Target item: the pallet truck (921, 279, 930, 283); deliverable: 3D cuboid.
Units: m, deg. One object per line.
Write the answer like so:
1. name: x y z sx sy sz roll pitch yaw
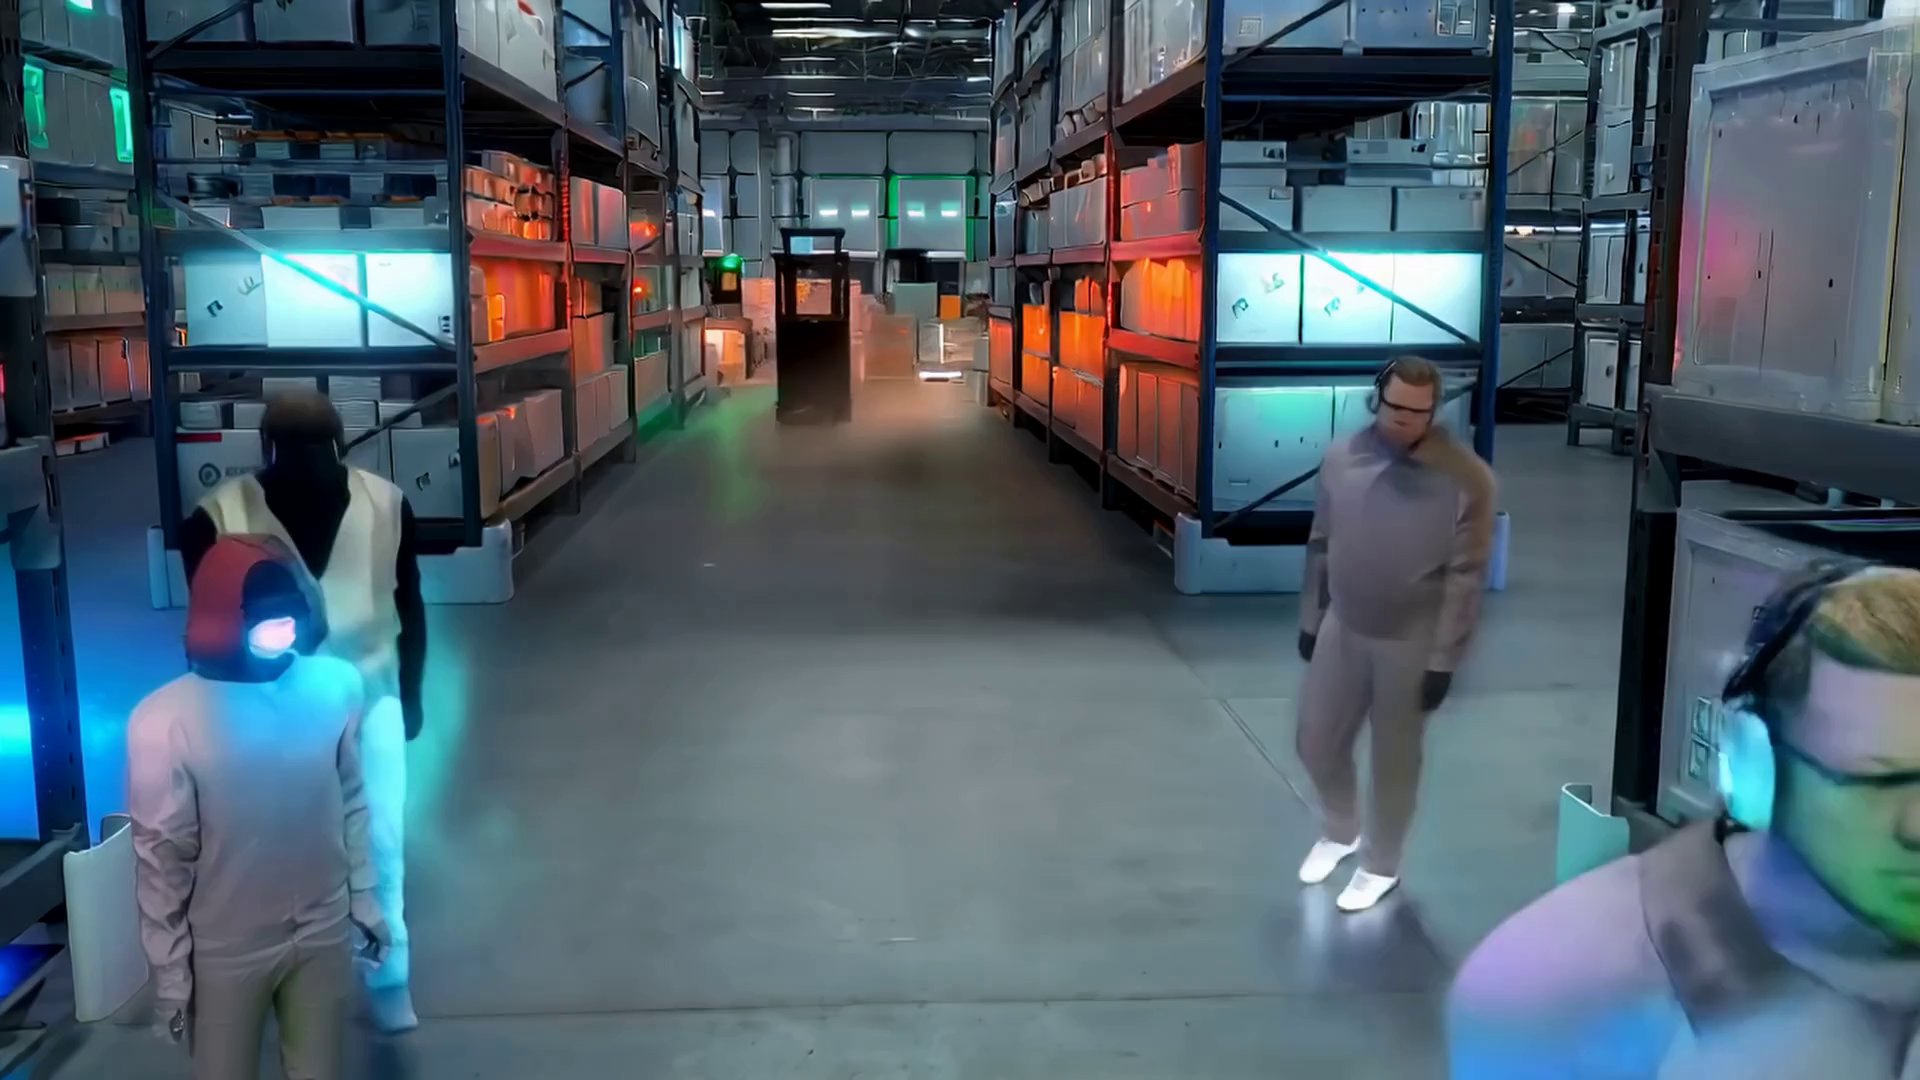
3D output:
1. pallet truck: -0.932 -8.922 63.114 1.885 1.965 0.823 2 9 13

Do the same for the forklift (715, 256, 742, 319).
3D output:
1. forklift: -8.574 -9.187 62.019 1.129 2.768 1.873 -1 9 -4

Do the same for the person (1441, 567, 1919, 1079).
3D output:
1. person: 0.751 0.964 1.406 0.649 1.885 0.679 0 9 1

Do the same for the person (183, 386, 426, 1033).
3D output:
1. person: -1.790 0.483 4.650 0.652 1.805 0.817 -5 10 -28

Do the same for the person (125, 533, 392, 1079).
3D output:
1. person: -1.353 0.790 3.269 0.276 1.633 0.507 6 11 33

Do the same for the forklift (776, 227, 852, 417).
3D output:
1. forklift: -2.210 -3.306 25.087 1.129 2.768 1.873 -1 9 -4

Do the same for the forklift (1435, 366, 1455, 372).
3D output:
1. forklift: 5.160 -2.371 19.218 1.129 2.768 1.873 2 9 13

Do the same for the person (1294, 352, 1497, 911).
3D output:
1. person: 1.392 0.321 5.477 0.689 1.874 0.413 9 13 44

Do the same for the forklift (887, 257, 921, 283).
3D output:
1. forklift: -1.475 -6.327 44.060 1.129 2.768 1.873 -1 9 -4
